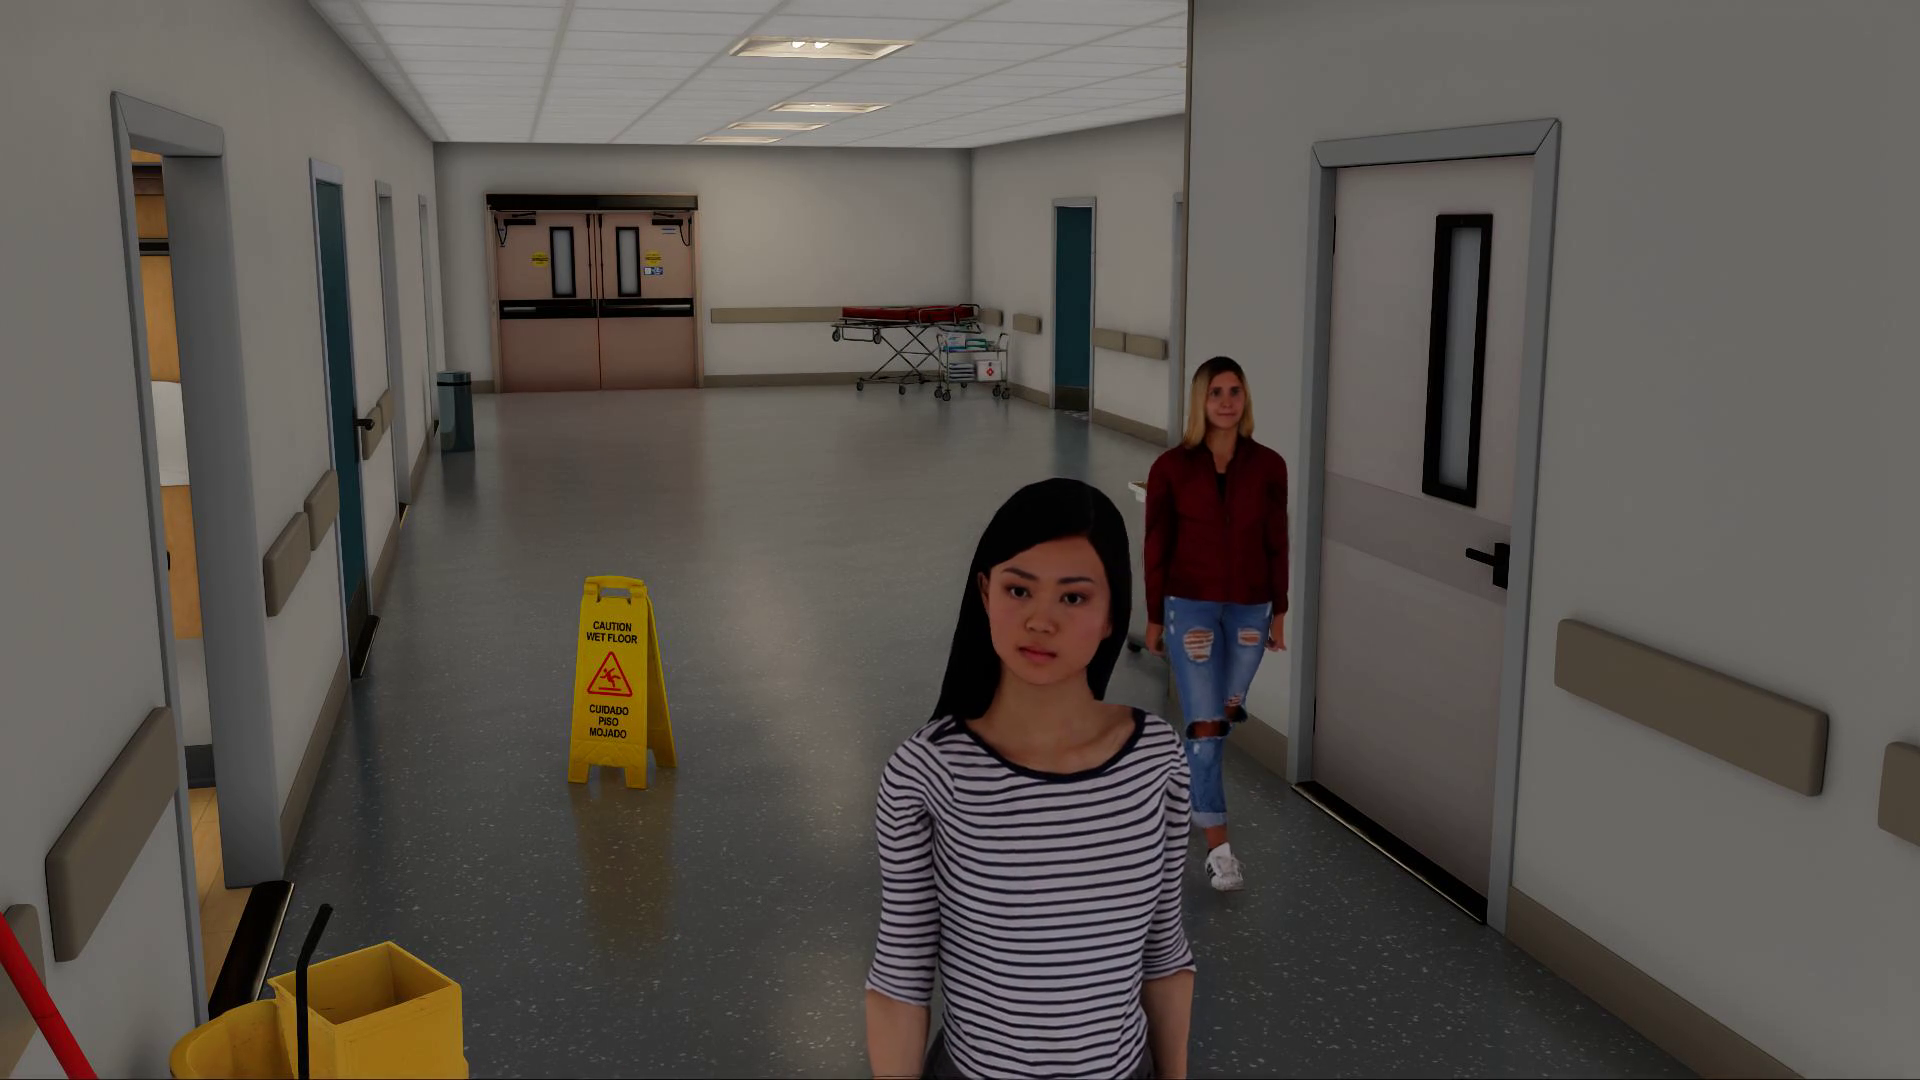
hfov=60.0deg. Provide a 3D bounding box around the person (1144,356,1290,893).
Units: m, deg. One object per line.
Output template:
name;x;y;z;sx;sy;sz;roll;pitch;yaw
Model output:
person;0.811;0.238;5.340;0.683;1.594;1.099;-2;11;-8

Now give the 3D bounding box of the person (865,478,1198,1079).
person;0.090;0.773;2.147;0.603;1.734;0.533;-4;11;-18
